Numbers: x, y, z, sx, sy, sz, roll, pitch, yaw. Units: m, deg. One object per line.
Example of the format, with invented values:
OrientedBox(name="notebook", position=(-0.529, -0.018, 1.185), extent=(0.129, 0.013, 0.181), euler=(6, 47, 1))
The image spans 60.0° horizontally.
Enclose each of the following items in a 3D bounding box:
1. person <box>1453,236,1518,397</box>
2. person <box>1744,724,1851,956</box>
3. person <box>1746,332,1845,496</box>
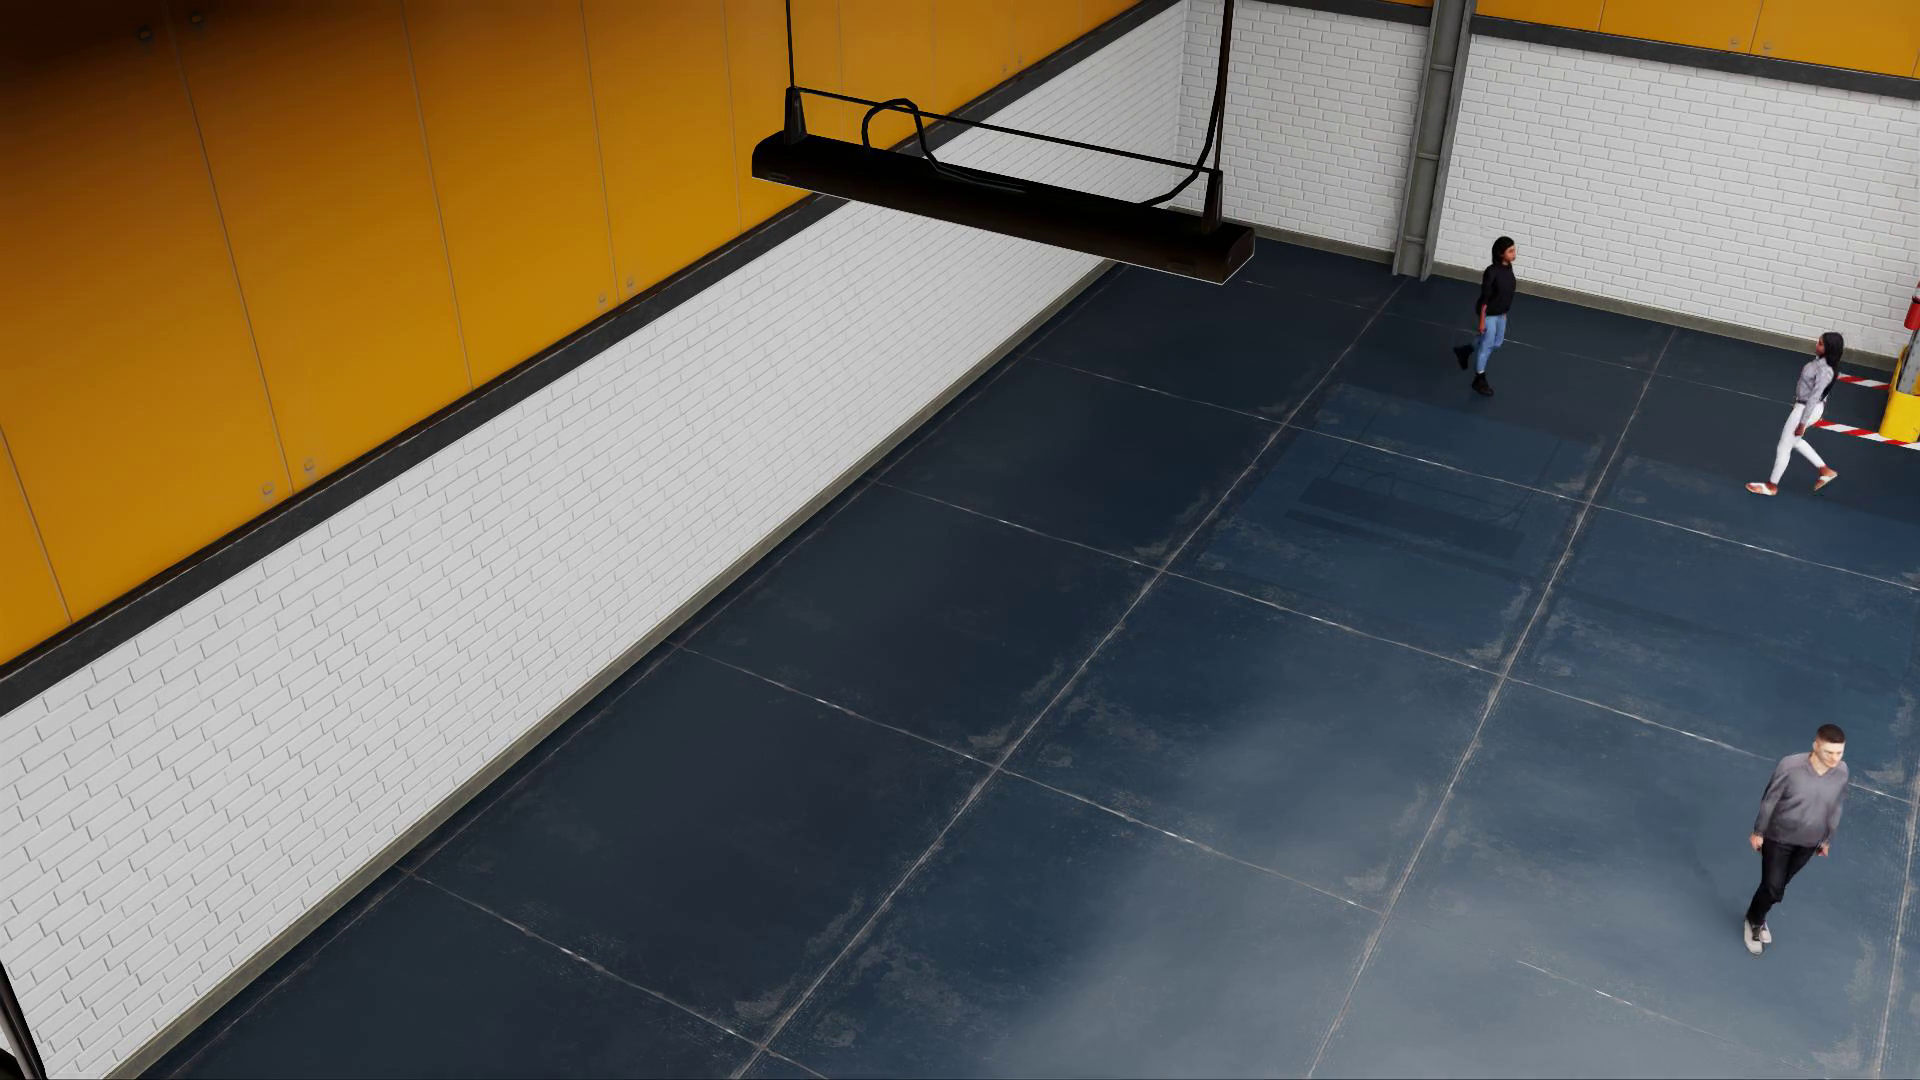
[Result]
OrientedBox(name="person", position=(5.349, -2.314, 16.978), extent=(0.727, 1.683, 0.906), euler=(-24, 41, -32))
OrientedBox(name="person", position=(5.305, 1.835, 10.673), extent=(0.722, 1.755, 0.810), euler=(-1, 34, -1))
OrientedBox(name="person", position=(7.779, -1.126, 15.168), extent=(0.952, 1.710, 0.639), euler=(15, 36, 21))
